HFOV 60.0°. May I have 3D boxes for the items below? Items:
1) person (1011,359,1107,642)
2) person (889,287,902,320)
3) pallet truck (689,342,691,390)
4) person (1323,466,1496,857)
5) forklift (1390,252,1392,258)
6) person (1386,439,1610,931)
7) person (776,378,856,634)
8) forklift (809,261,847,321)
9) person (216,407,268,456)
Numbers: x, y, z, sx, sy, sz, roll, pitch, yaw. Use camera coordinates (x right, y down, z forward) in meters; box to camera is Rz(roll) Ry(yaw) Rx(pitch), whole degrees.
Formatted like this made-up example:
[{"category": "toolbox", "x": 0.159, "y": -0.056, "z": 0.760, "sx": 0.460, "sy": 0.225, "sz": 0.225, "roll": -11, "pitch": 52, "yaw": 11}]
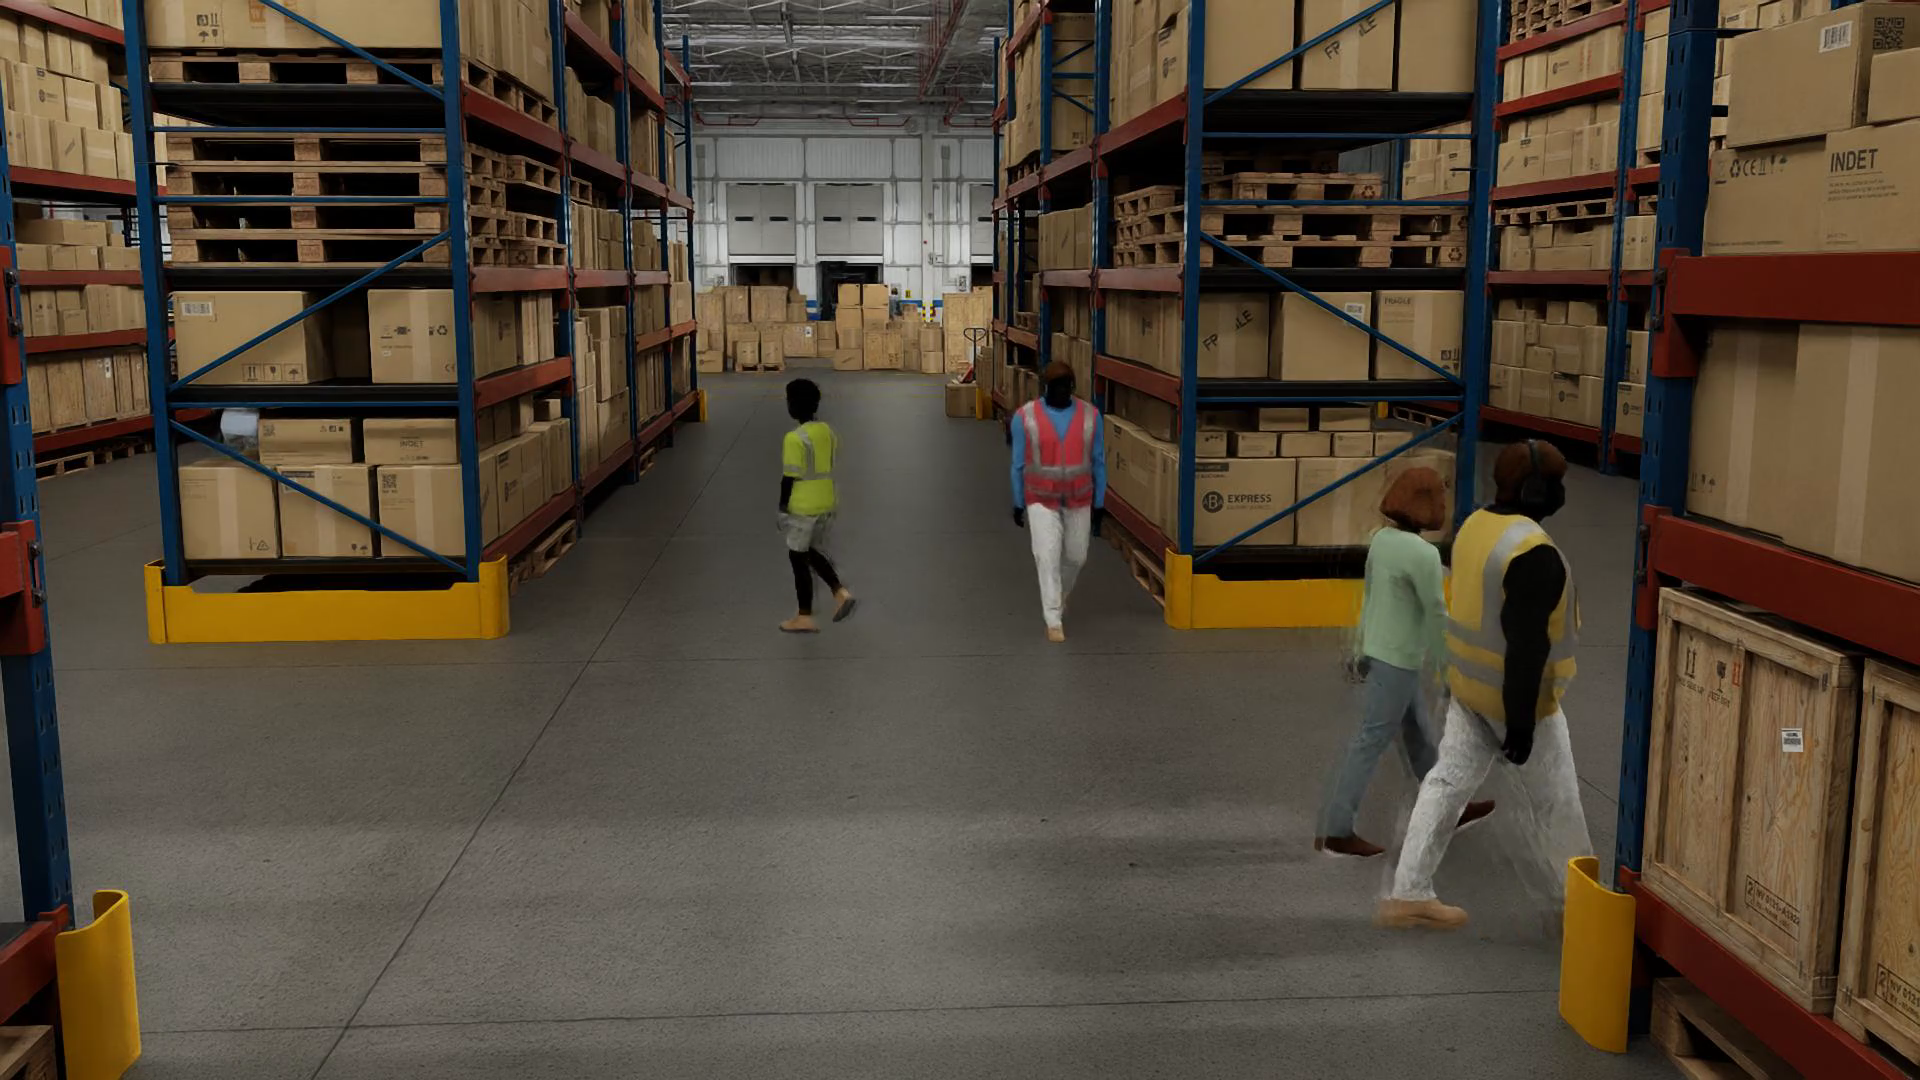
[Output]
[{"category": "person", "x": 0.637, "y": -0.281, "z": 10.909, "sx": 0.632, "sy": 1.821, "sz": 0.706, "roll": -1, "pitch": 9, "yaw": -7}, {"category": "person", "x": -2.311, "y": -7.829, "z": 57.977, "sx": 0.636, "sy": 1.931, "sz": 0.377, "roll": 3, "pitch": 10, "yaw": 21}, {"category": "pallet truck", "x": -5.225, "y": -3.008, "z": 27.480, "sx": 1.885, "sy": 1.965, "sz": 0.823, "roll": 2, "pitch": 9, "yaw": 14}, {"category": "person", "x": 1.863, "y": 0.500, "z": 6.727, "sx": 0.850, "sy": 1.588, "sz": 0.514, "roll": -1, "pitch": 9, "yaw": -6}, {"category": "forklift", "x": 8.612, "y": -4.364, "z": 33.230, "sx": 1.129, "sy": 2.768, "sz": 1.873, "roll": 1, "pitch": 9, "yaw": 6}, {"category": "person", "x": 1.980, "y": 0.534, "z": 5.894, "sx": 0.949, "sy": 1.792, "sz": 0.644, "roll": -1, "pitch": 9, "yaw": -7}, {"category": "person", "x": -0.979, "y": -0.214, "z": 10.884, "sx": 0.410, "sy": 1.684, "sz": 0.539, "roll": 4, "pitch": 10, "yaw": 23}, {"category": "forklift", "x": -4.183, "y": -7.836, "z": 55.031, "sx": 1.873, "sy": 2.768, "sz": 1.129, "roll": 8, "pitch": 12, "yaw": 40}, {"category": "person", "x": -7.002, "y": -1.072, "z": 16.272, "sx": 0.556, "sy": 1.683, "sz": 0.365, "roll": 0, "pitch": 9, "yaw": -2}]
